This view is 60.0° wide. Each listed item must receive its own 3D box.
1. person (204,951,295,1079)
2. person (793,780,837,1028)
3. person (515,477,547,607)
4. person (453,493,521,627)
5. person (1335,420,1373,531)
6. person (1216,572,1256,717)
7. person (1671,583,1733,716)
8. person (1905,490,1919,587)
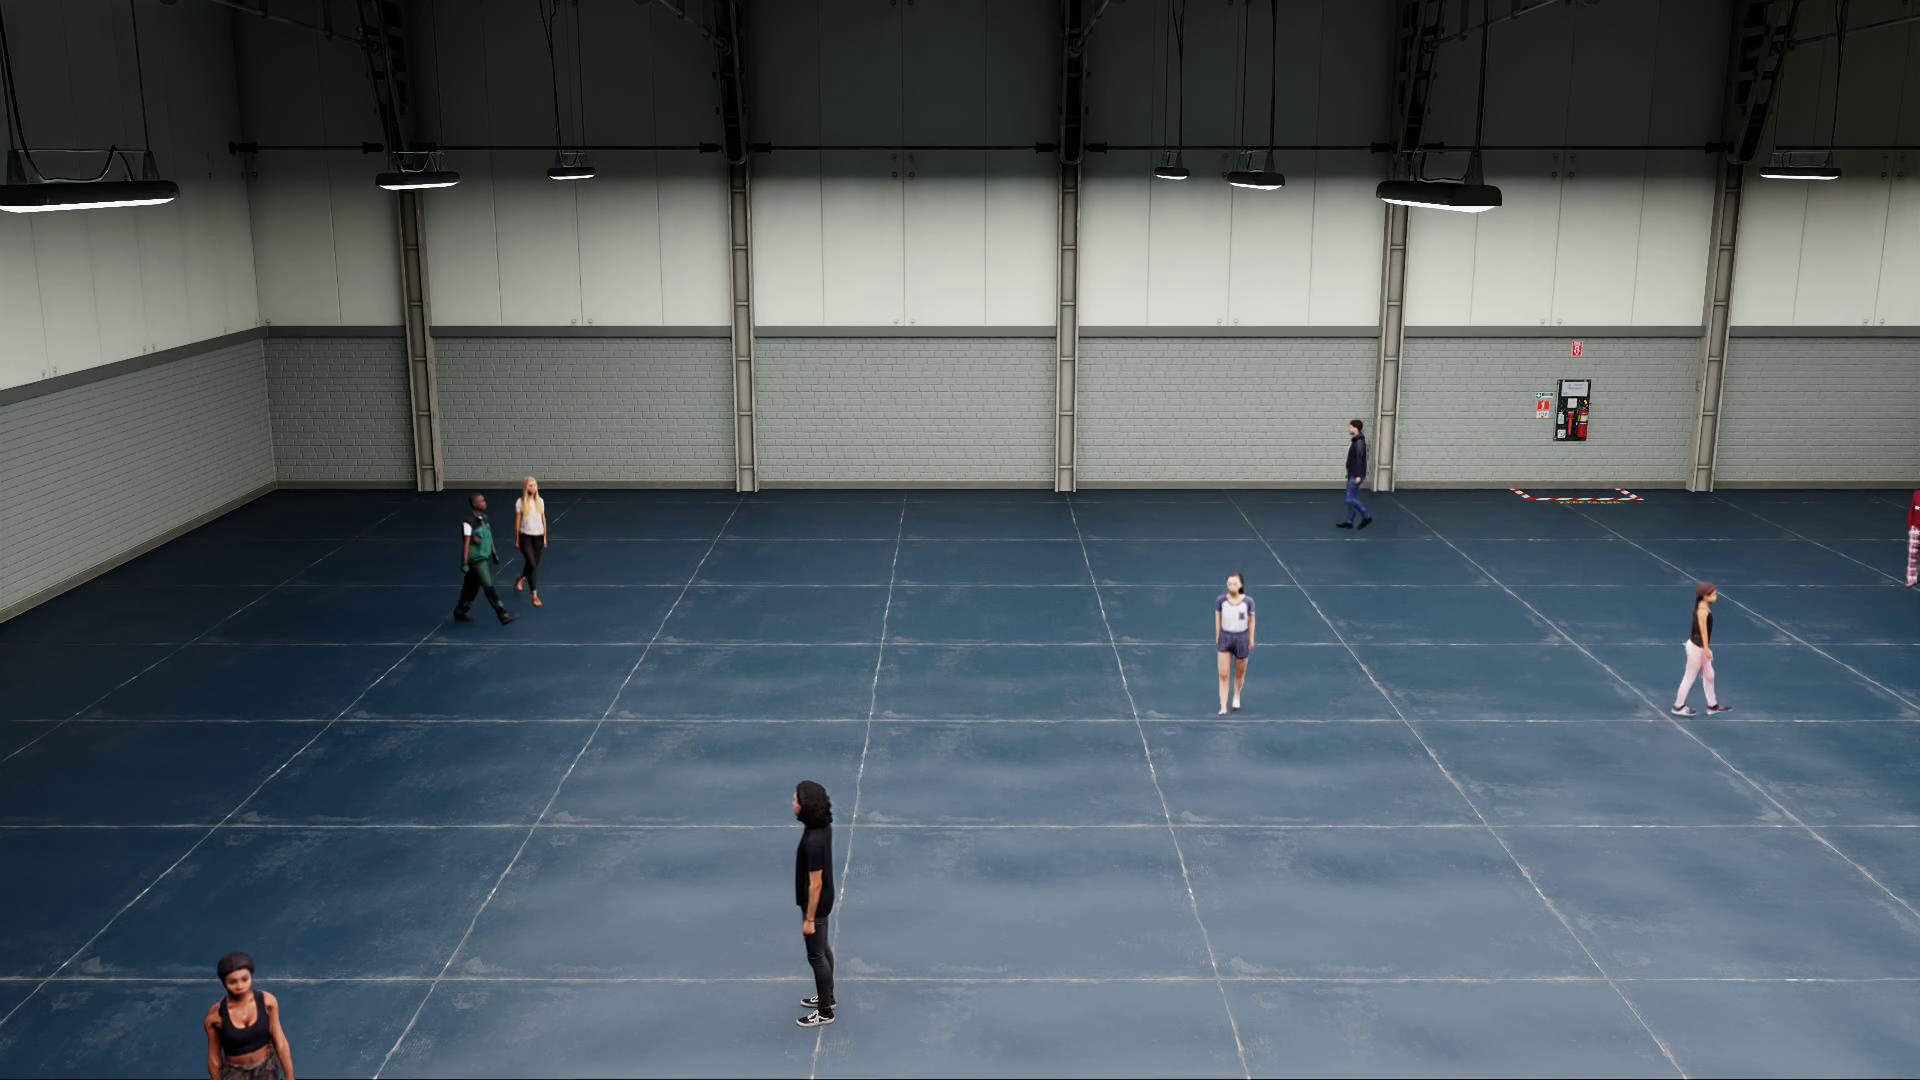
[{"bbox_3d":[-4.206,3.195,9.836,0.935,1.678,0.946,-10,16,-35],"label":"person"},{"bbox_3d":[-1.041,2.606,12.036,0.512,1.834,0.646,1,13,3],"label":"person"},{"bbox_3d":[-6.086,0.002,23.371,1.102,1.793,1.105,-10,16,-37],"label":"person"},{"bbox_3d":[-6.501,0.295,22.141,1.260,1.777,0.838,2,13,9],"label":"person"},{"bbox_3d":[6.694,-1.079,27.851,0.910,1.878,0.803,3,13,13],"label":"person"},{"bbox_3d":[3.107,1.164,18.755,1.004,1.612,0.835,3,13,14],"label":"person"},{"bbox_3d":[8.193,1.230,18.628,0.932,1.540,0.749,5,14,22],"label":"person"},{"bbox_3d":[14.122,-0.157,24.316,1.042,1.675,0.961,-11,17,-40],"label":"person"}]
